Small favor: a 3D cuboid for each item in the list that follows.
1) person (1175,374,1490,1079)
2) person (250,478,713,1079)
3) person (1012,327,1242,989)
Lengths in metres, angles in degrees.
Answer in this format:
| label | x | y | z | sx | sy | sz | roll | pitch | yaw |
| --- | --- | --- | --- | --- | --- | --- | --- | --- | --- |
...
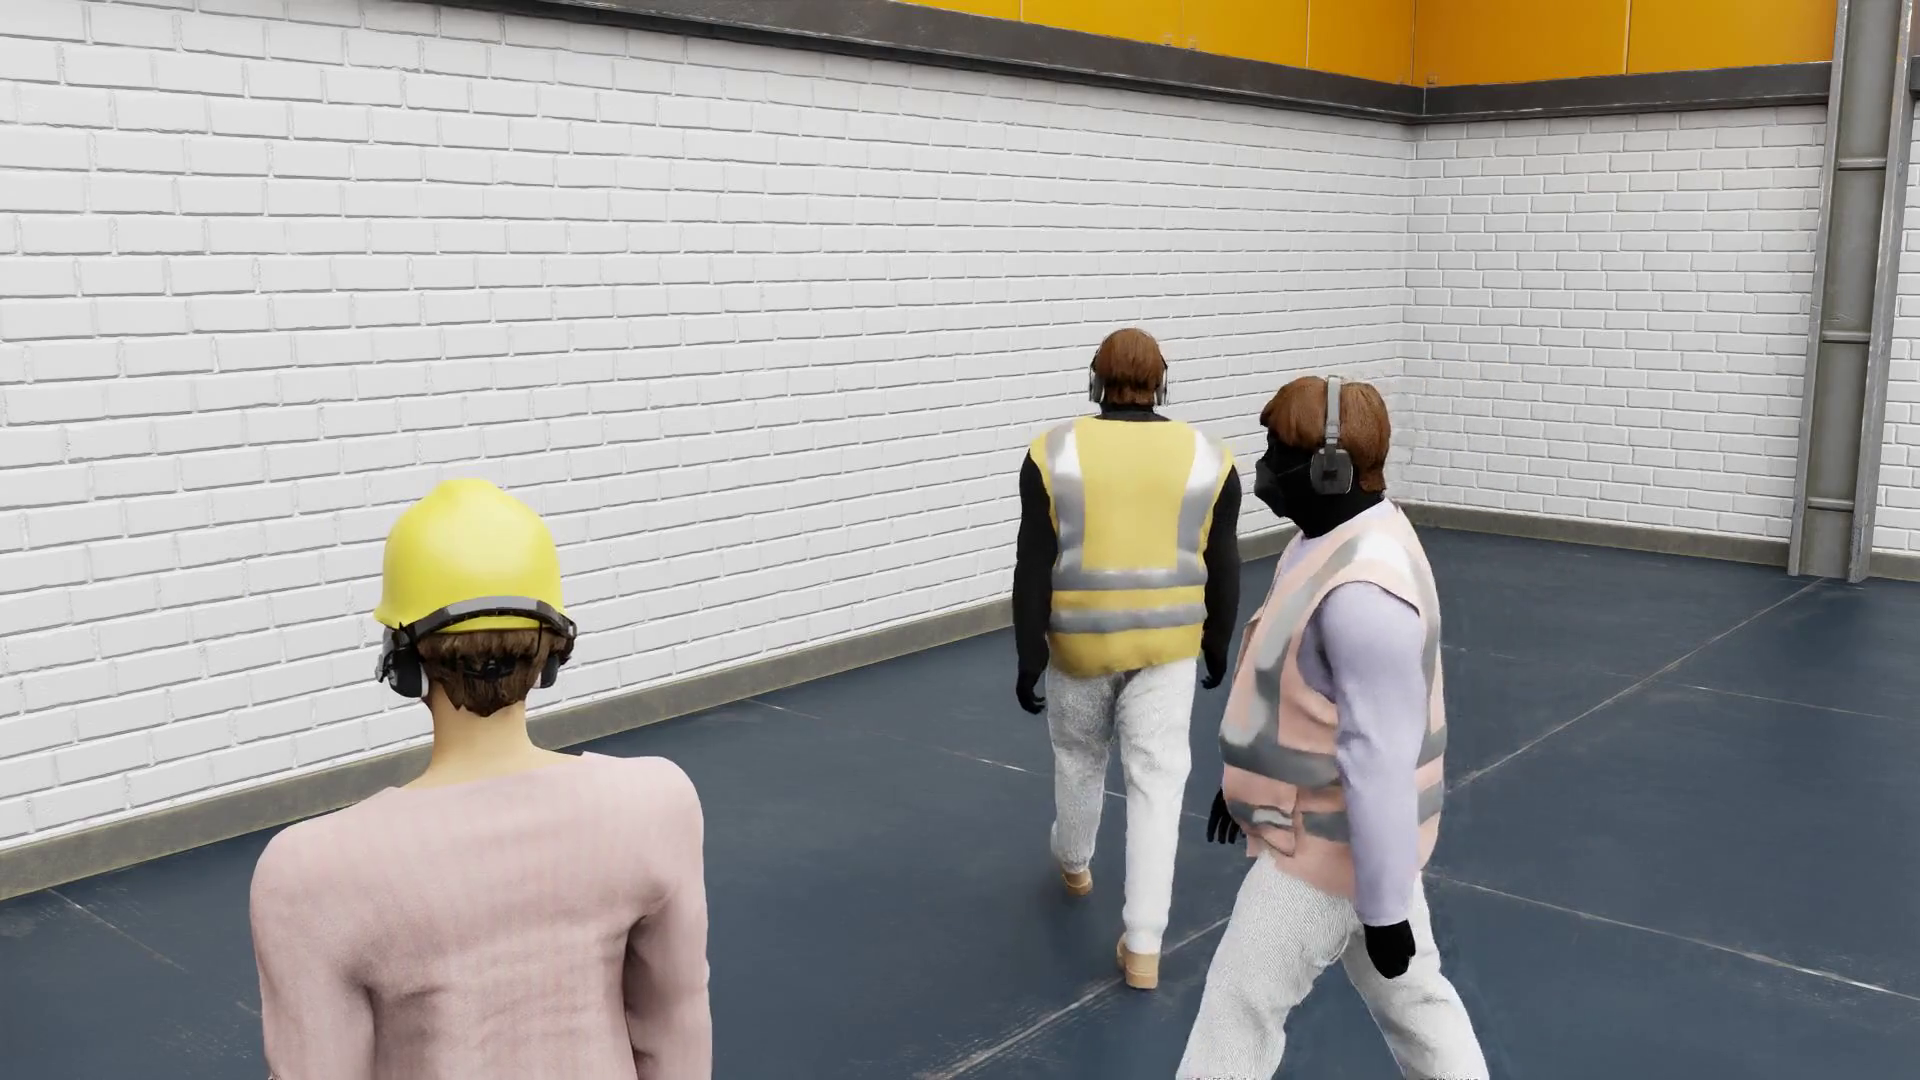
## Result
| label | x | y | z | sx | sy | sz | roll | pitch | yaw |
| --- | --- | --- | --- | --- | --- | --- | --- | --- | --- |
| person | 0.708 | 0.572 | 3.261 | 0.983 | 1.794 | 0.616 | 3 | 10 | 15 |
| person | -0.541 | 0.808 | 1.970 | 0.535 | 1.766 | 0.322 | -7 | 12 | -36 |
| person | 0.475 | 0.290 | 4.822 | 0.658 | 1.791 | 0.956 | 0 | 10 | -1 |
